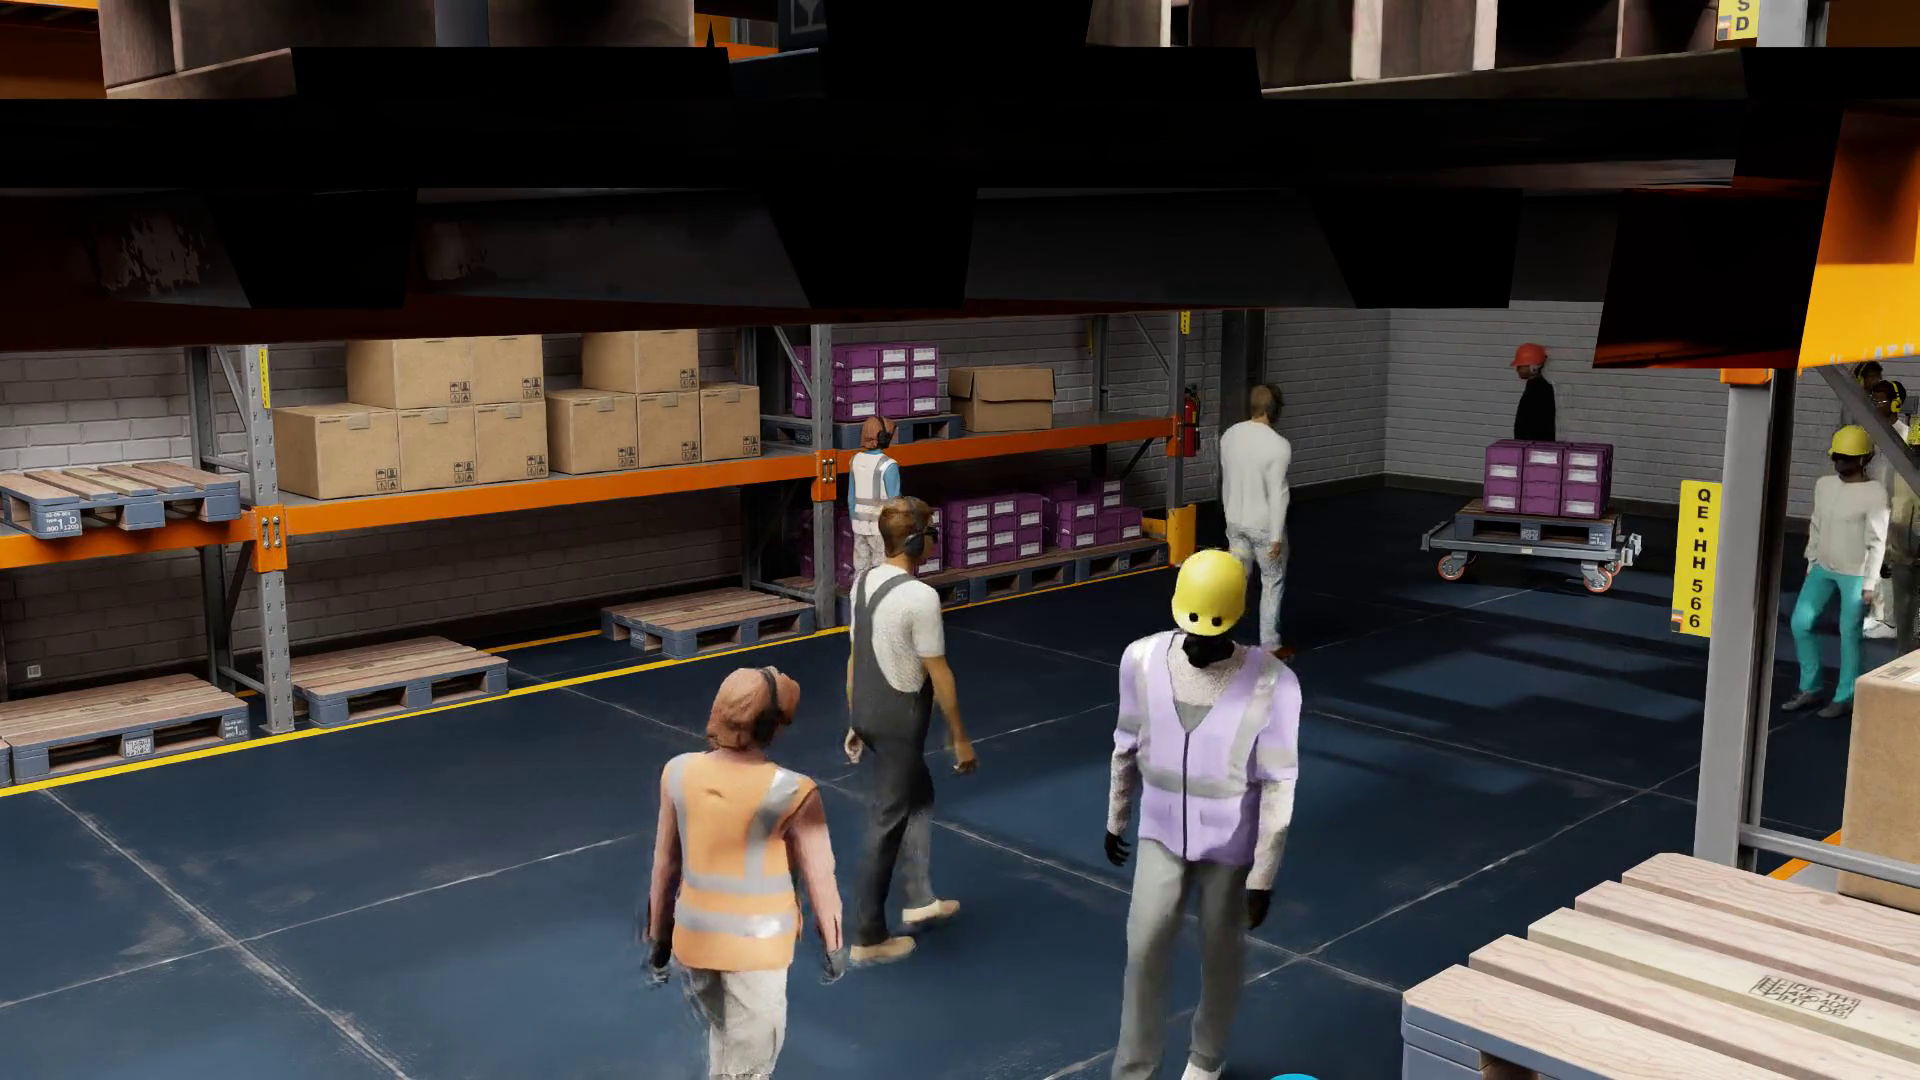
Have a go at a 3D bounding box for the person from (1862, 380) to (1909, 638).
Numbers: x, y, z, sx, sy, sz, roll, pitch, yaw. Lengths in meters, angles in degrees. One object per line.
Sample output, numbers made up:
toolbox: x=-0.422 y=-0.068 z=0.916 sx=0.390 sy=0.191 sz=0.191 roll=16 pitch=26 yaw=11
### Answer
person: x=6.645 y=-0.220 z=11.981 sx=0.319 sy=1.858 sz=0.519 roll=2 pitch=10 yaw=10

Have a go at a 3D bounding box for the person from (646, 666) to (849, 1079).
person: x=-0.593 y=1.143 z=4.693 sx=0.535 sy=1.610 sz=0.669 roll=5 pitch=11 yaw=26

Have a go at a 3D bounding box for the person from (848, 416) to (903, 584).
person: x=-0.583 y=-0.043 z=11.567 sx=0.311 sy=1.638 sz=0.523 roll=-9 pitch=13 yaw=-41

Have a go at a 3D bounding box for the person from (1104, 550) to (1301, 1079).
person: x=0.689 y=0.944 z=5.084 sx=0.643 sy=1.872 sz=0.850 roll=5 pitch=11 yaw=26

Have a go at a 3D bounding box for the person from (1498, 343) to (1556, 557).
person: x=5.222 y=-0.779 z=14.930 sx=0.621 sy=1.972 sz=0.638 roll=6 pitch=11 yaw=32

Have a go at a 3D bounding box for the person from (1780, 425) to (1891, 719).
person: x=5.133 y=0.200 z=9.771 sx=0.489 sy=1.750 sz=0.554 roll=-4 pitch=10 yaw=-21

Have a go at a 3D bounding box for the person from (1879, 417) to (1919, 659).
person: x=5.965 y=0.107 z=10.333 sx=0.737 sy=1.778 sz=0.606 roll=-6 pitch=11 yaw=-32

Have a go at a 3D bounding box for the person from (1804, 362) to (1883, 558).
person: x=7.977 y=-0.653 z=14.648 sx=0.521 sy=1.804 sz=1.002 roll=-6 pitch=11 yaw=-31

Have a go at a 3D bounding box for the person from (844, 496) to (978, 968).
person: x=-0.155 y=0.737 z=6.485 sx=0.751 sy=1.819 sz=0.538 roll=-6 pitch=11 yaw=-29

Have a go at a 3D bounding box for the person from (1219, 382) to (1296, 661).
person: x=1.910 y=-0.092 z=11.050 sx=0.774 sy=1.917 sz=0.635 roll=-7 pitch=12 yaw=-35
